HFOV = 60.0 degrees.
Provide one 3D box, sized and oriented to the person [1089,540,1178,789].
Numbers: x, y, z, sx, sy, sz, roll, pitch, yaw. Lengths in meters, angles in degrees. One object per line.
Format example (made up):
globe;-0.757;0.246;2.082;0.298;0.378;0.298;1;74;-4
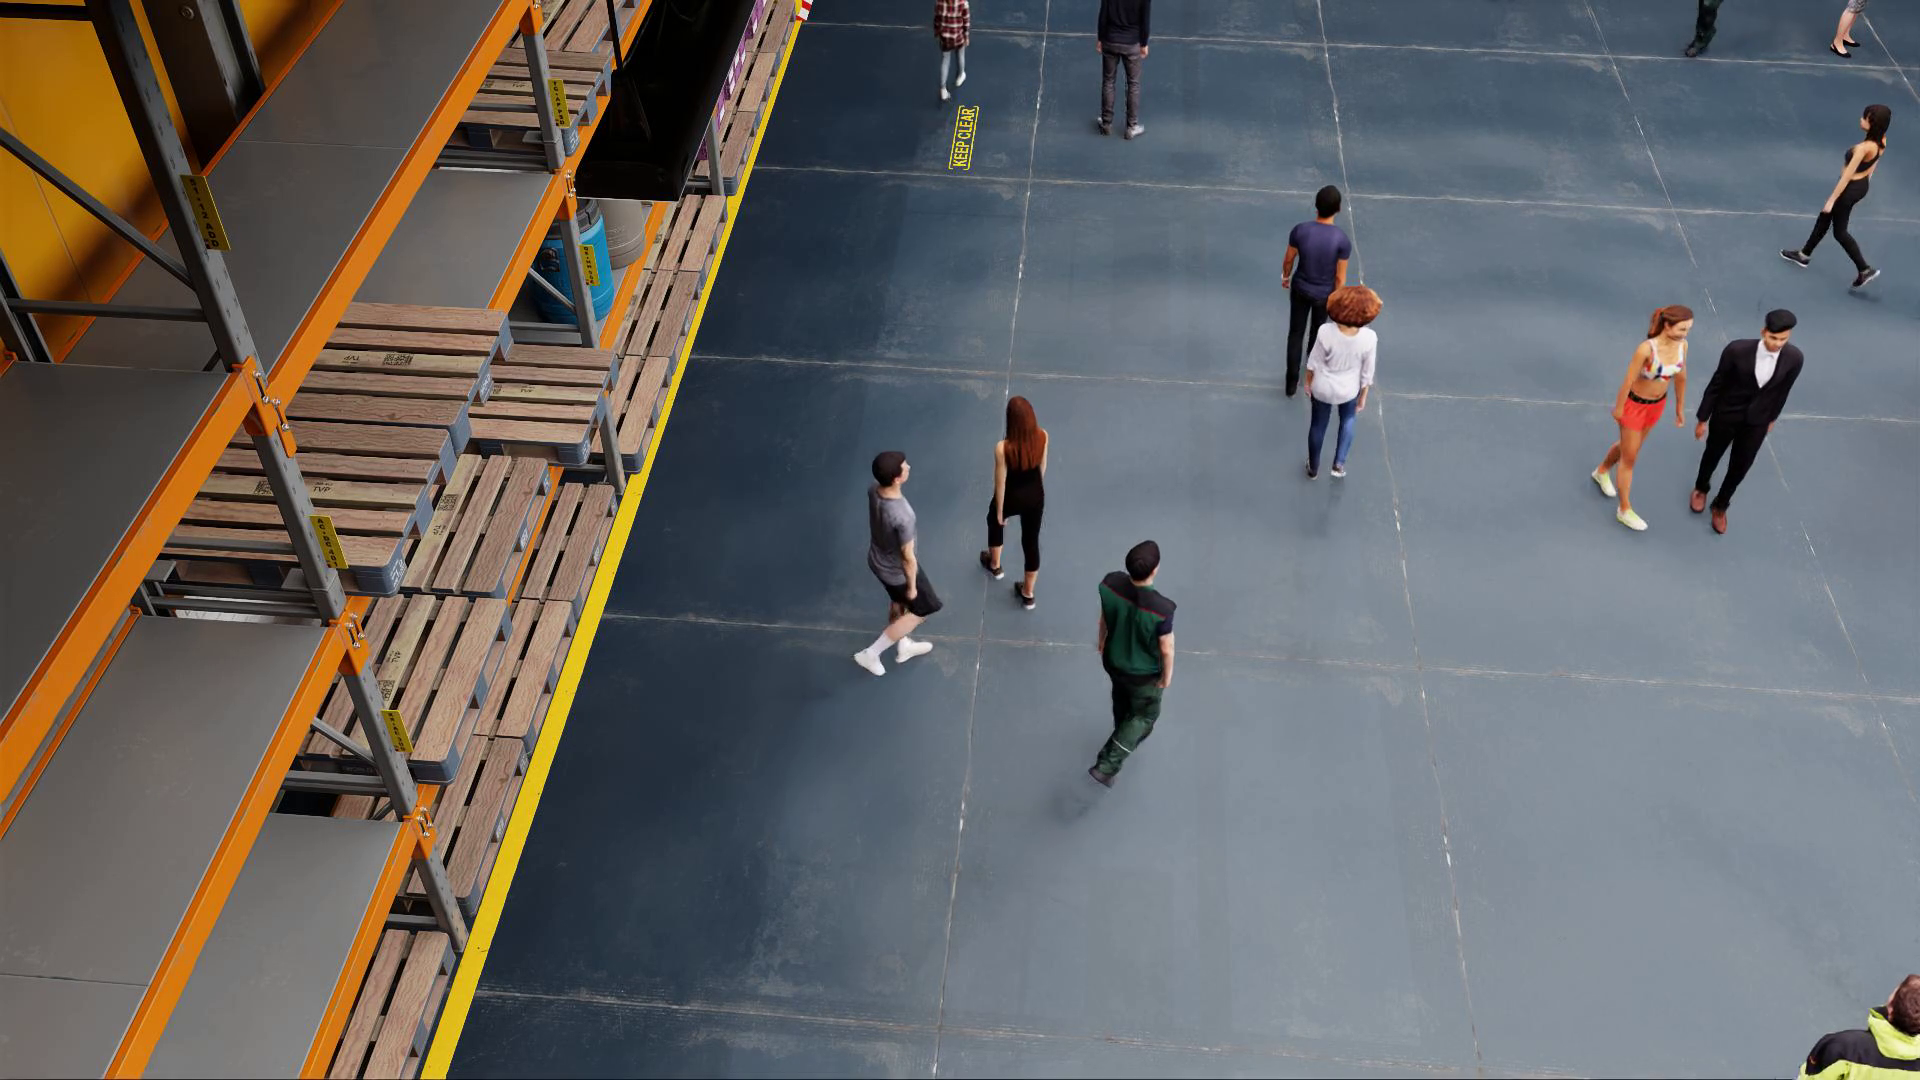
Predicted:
person;1.002;0.772;10.070;1.012;1.883;1.139;29;51;27

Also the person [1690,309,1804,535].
person;5.580;-0.951;11.897;0.798;1.858;0.821;14;45;14

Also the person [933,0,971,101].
person;-0.097;-5.009;16.569;0.602;1.288;0.903;8;44;8

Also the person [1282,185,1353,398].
person;2.720;-1.884;12.947;0.822;1.761;1.087;13;45;13

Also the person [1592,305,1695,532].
person;4.899;-1.002;12.018;0.825;1.765;1.030;-13;45;-13

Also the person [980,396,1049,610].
person;0.437;-0.211;11.231;0.767;1.704;0.931;-12;45;-12

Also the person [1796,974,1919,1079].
person;4.197;2.803;7.880;0.779;1.964;0.781;3;44;3

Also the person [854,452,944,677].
person;-0.490;0.179;10.712;0.955;1.857;0.927;-20;47;-20

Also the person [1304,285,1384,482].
person;2.746;-1.080;12.146;0.653;1.701;0.651;7;44;7

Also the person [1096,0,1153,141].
person;1.545;-4.740;15.869;0.705;1.864;0.610;3;44;4

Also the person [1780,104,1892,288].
person;7.624;-2.893;14.112;1.028;1.614;1.070;-32;52;-29
